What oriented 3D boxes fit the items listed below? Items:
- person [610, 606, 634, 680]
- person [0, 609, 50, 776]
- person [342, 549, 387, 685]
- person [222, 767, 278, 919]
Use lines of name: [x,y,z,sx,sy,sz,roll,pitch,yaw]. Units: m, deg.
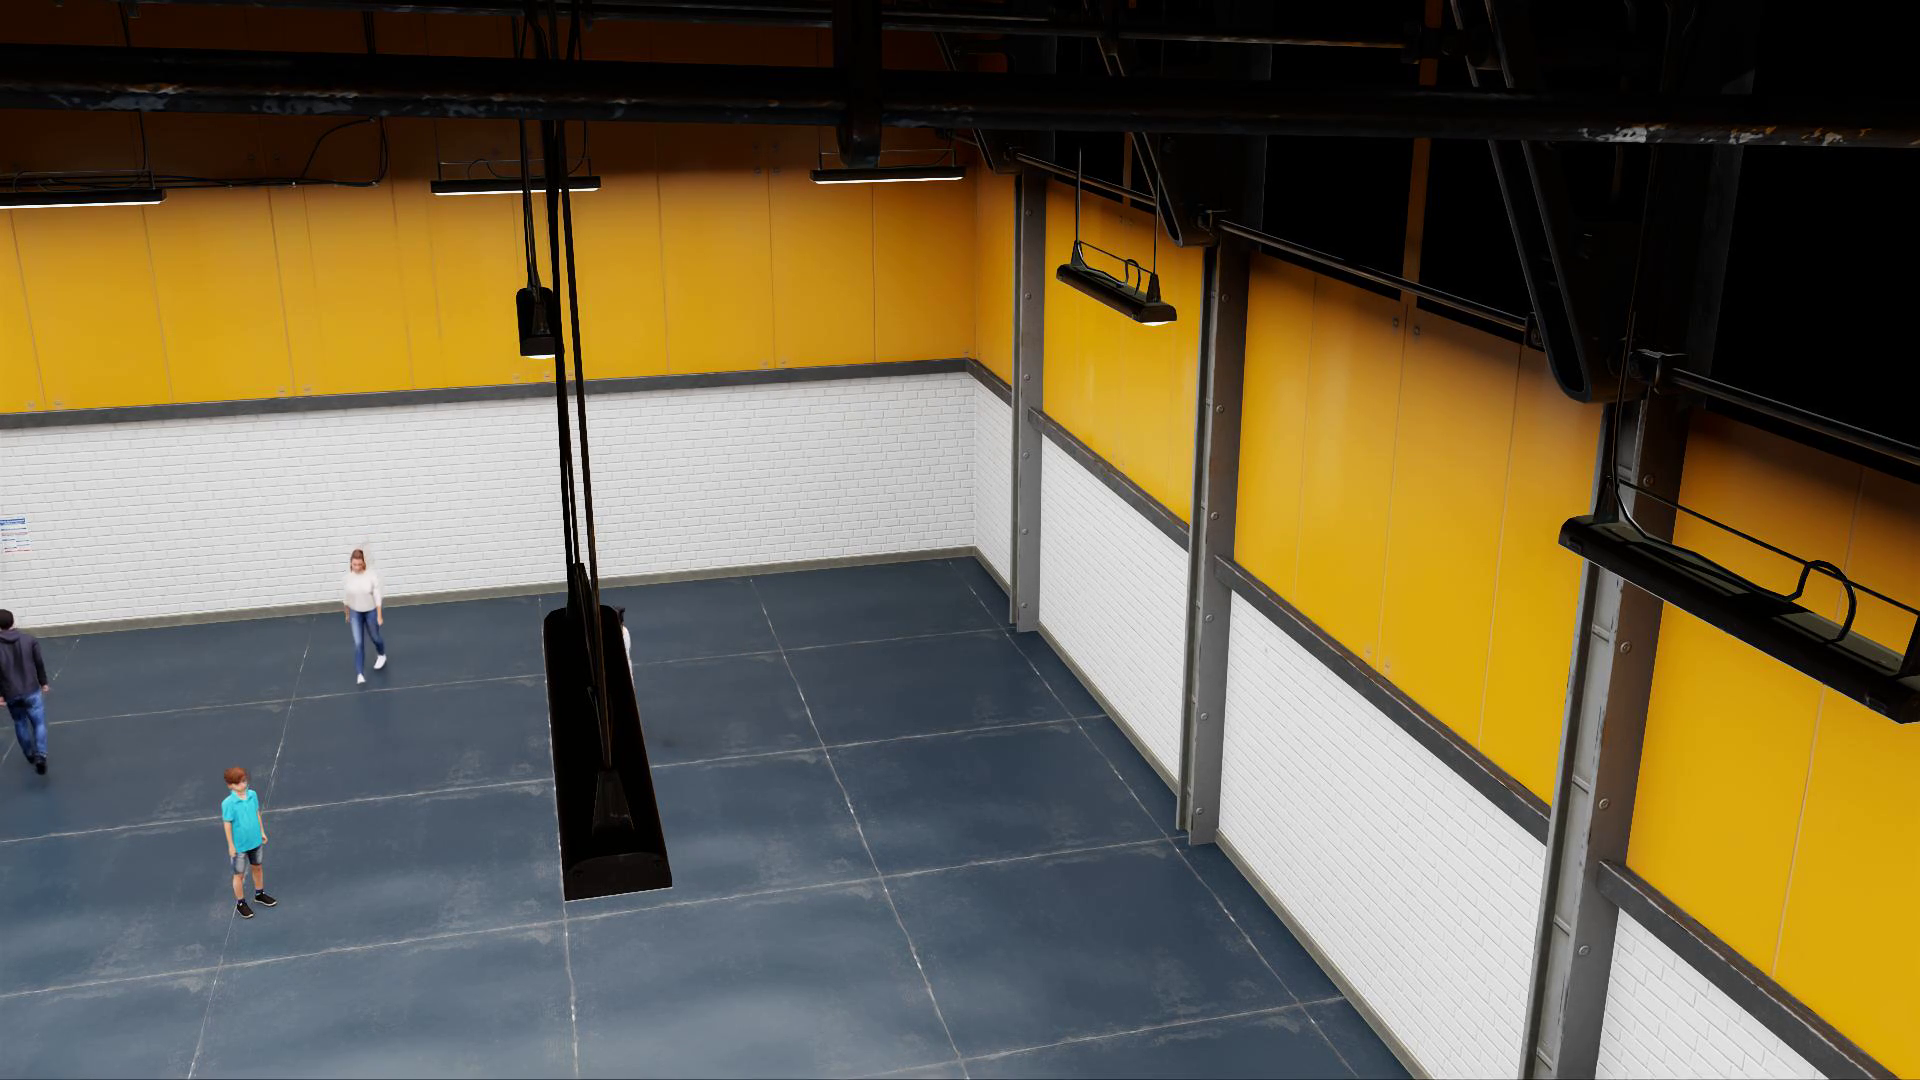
person: [-3.818,1.517,18.940,0.790,1.608,0.735,7,20,20]
person: [-10.180,1.674,18.069,0.890,1.865,1.244,-11,22,-29]
person: [-7.375,0.906,20.648,0.742,1.676,1.173,-1,19,-2]
person: [-6.654,2.771,15.464,0.652,1.448,0.597,11,22,30]
